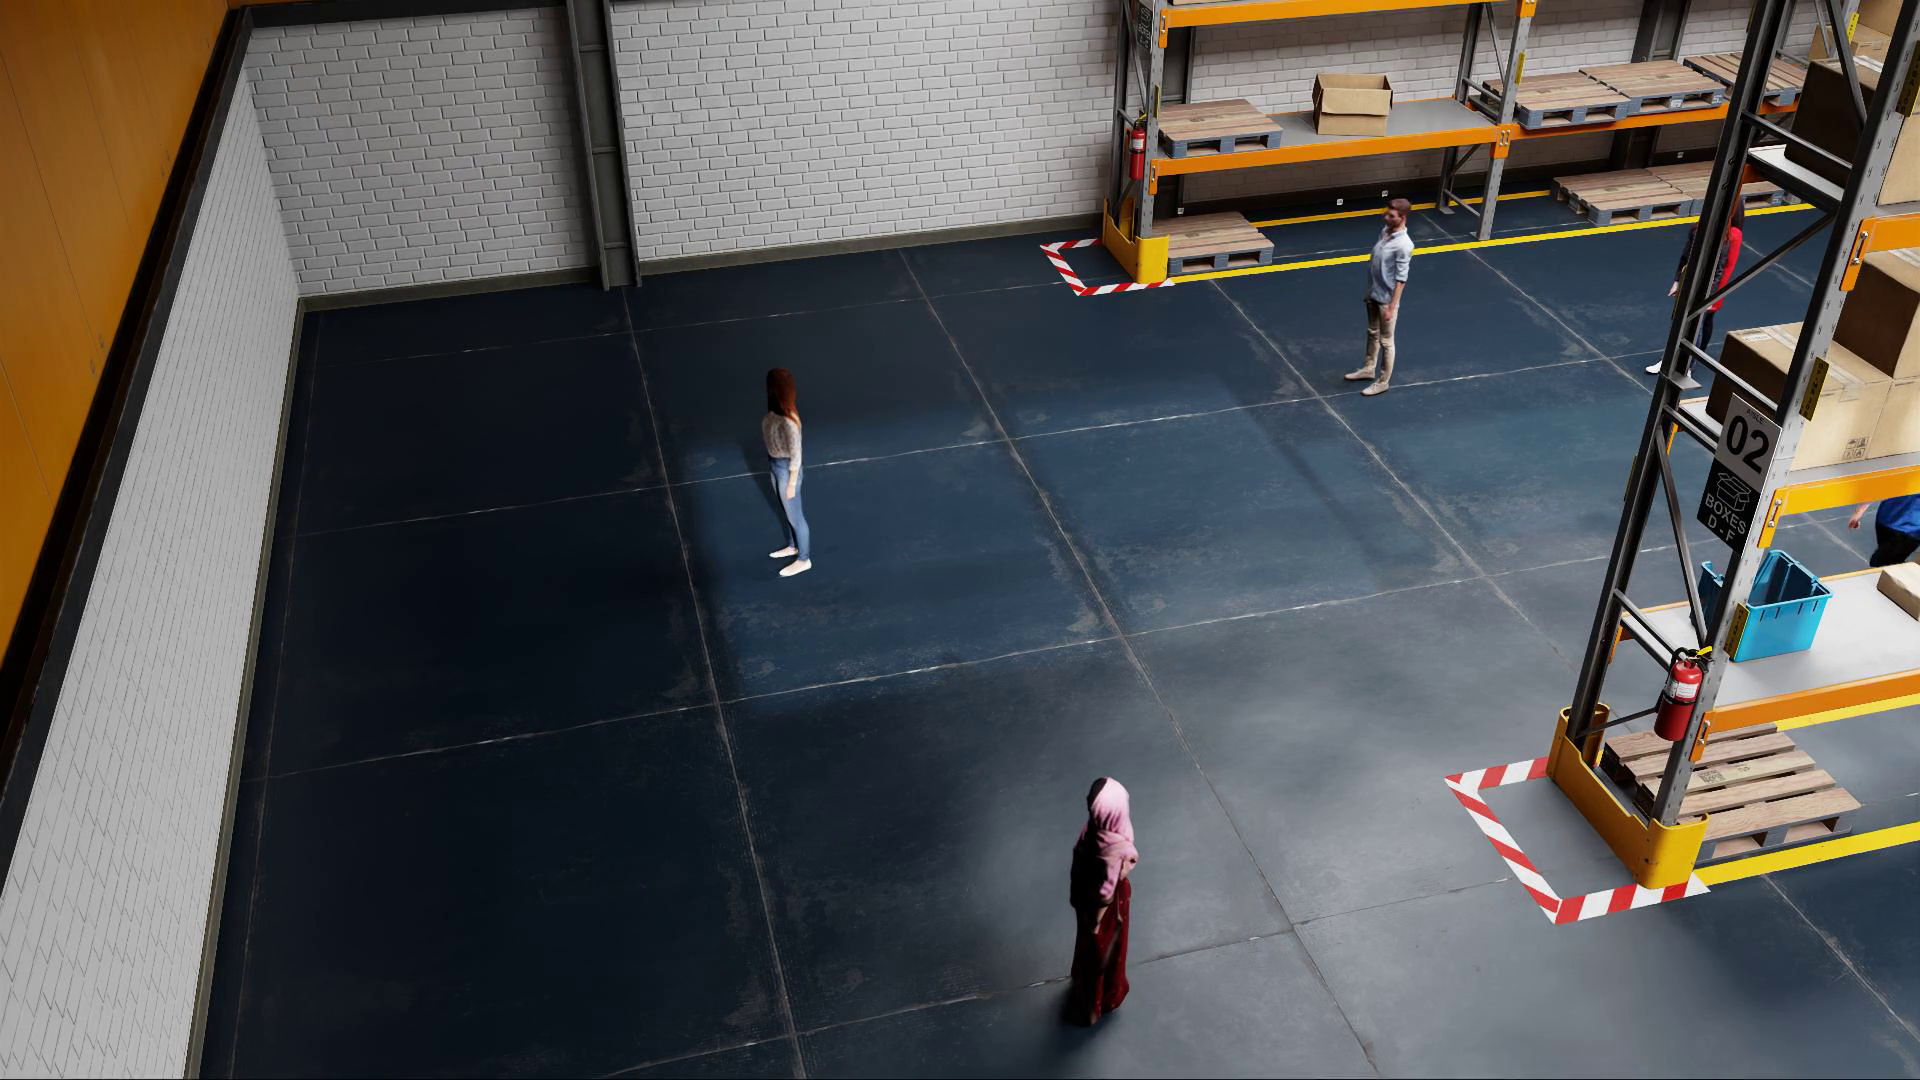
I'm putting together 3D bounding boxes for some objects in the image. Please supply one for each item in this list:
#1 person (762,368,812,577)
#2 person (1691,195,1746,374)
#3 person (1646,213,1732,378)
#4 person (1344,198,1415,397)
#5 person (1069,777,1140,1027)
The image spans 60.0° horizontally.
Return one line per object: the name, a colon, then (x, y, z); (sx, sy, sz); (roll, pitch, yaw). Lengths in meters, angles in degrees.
person: (-1.309, -0.531, 12.602); (0.515, 1.728, 0.597); (-12, 35, -17)
person: (6.910, -2.380, 15.365); (0.634, 1.748, 0.634); (-12, 36, -18)
person: (6.714, -2.278, 15.177); (0.609, 1.787, 0.636); (-19, 38, -26)
person: (3.842, -2.213, 15.023); (0.539, 1.848, 0.638); (-9, 35, -13)
person: (0.777, 1.921, 8.994); (0.757, 1.639, 0.754); (7, 34, 10)
